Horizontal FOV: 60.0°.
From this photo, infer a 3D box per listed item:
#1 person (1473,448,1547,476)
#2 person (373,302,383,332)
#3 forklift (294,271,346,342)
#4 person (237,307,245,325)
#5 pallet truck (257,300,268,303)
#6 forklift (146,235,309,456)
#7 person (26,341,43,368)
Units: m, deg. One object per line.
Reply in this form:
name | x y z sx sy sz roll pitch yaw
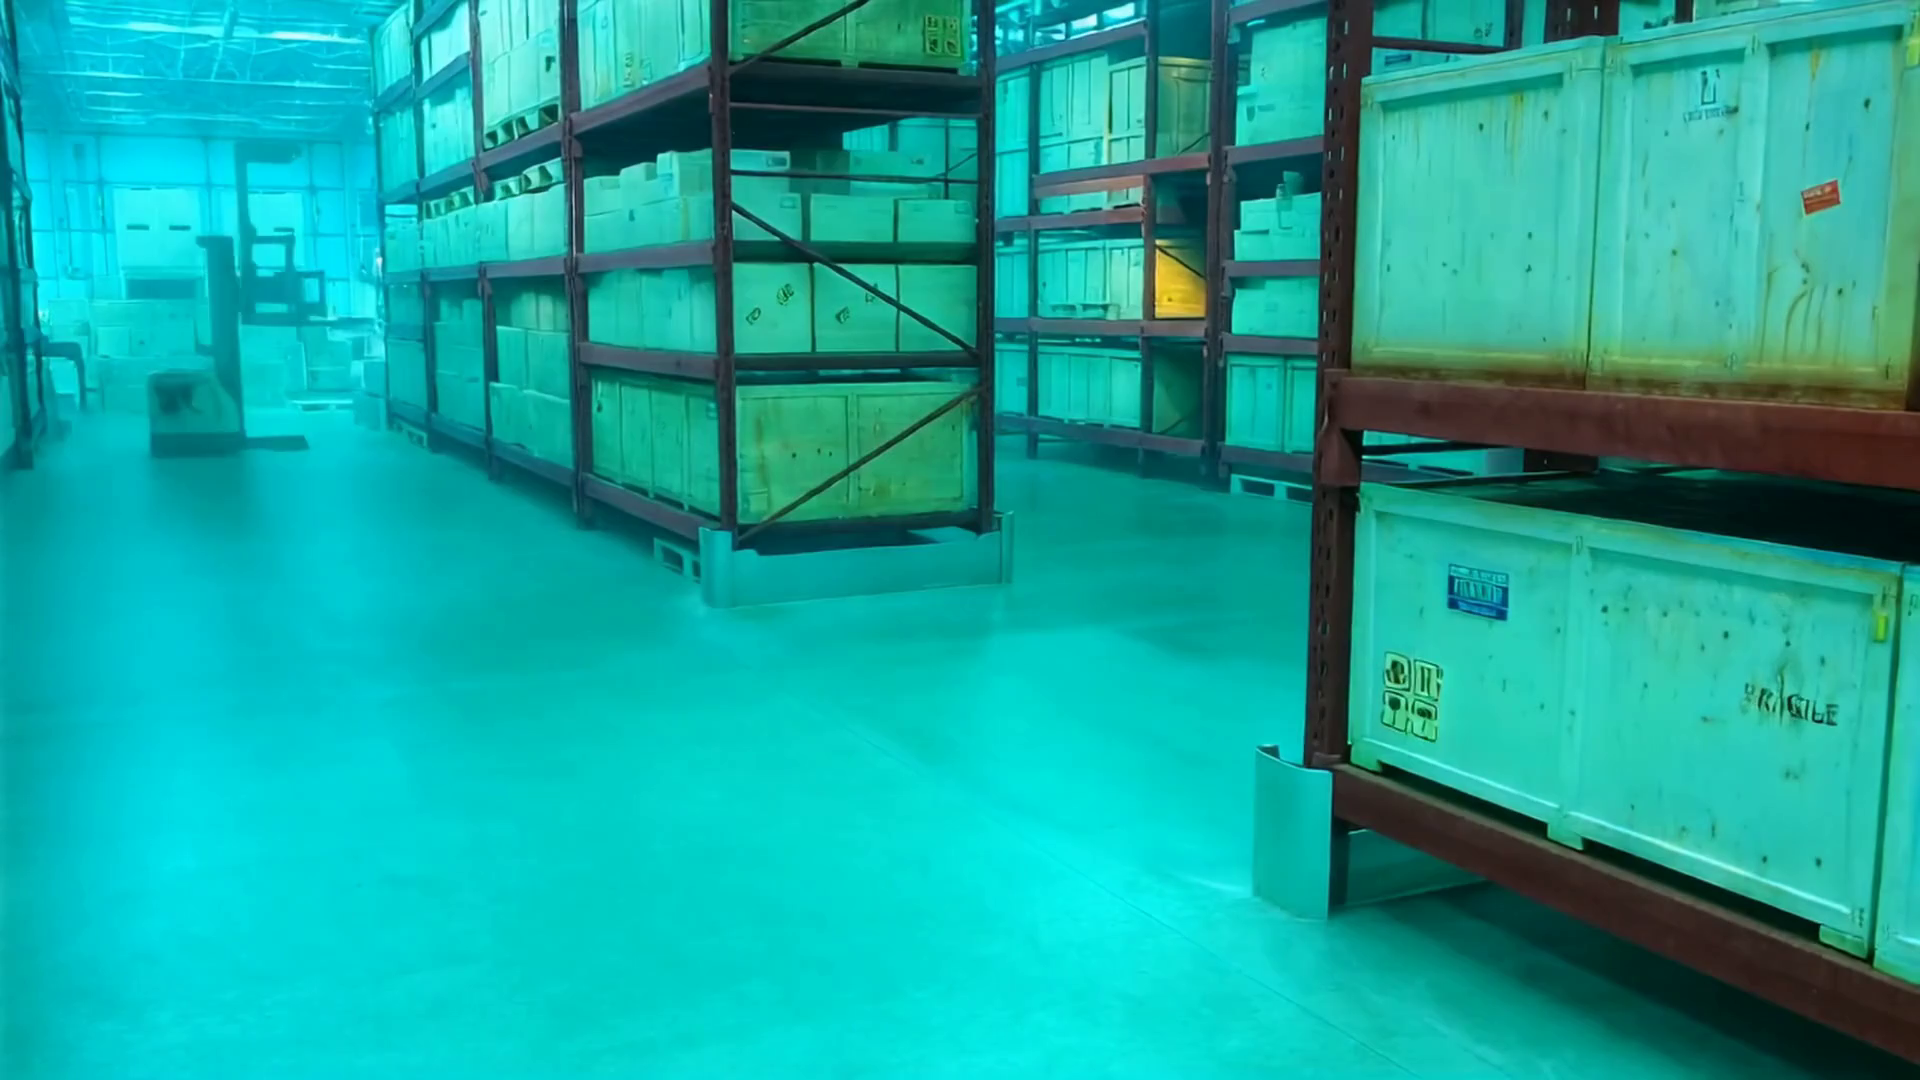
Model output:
person | 2.927 -0.181 8.855 0.995 1.853 0.656 -3 9 -20
person | -14.504 -4.991 41.736 0.376 1.936 0.549 0 8 -2
forklift | -18.602 -6.327 47.715 1.873 2.768 1.129 6 10 37
person | -20.631 -5.797 47.323 0.638 1.932 0.363 -2 8 -12
pallet truck | -23.913 -7.404 58.171 1.885 1.965 0.823 -1 8 -9
forklift | -9.596 -2.552 21.685 1.873 2.768 1.129 -4 9 -24
person | -14.493 -2.531 25.837 0.559 1.618 0.551 0 8 2
